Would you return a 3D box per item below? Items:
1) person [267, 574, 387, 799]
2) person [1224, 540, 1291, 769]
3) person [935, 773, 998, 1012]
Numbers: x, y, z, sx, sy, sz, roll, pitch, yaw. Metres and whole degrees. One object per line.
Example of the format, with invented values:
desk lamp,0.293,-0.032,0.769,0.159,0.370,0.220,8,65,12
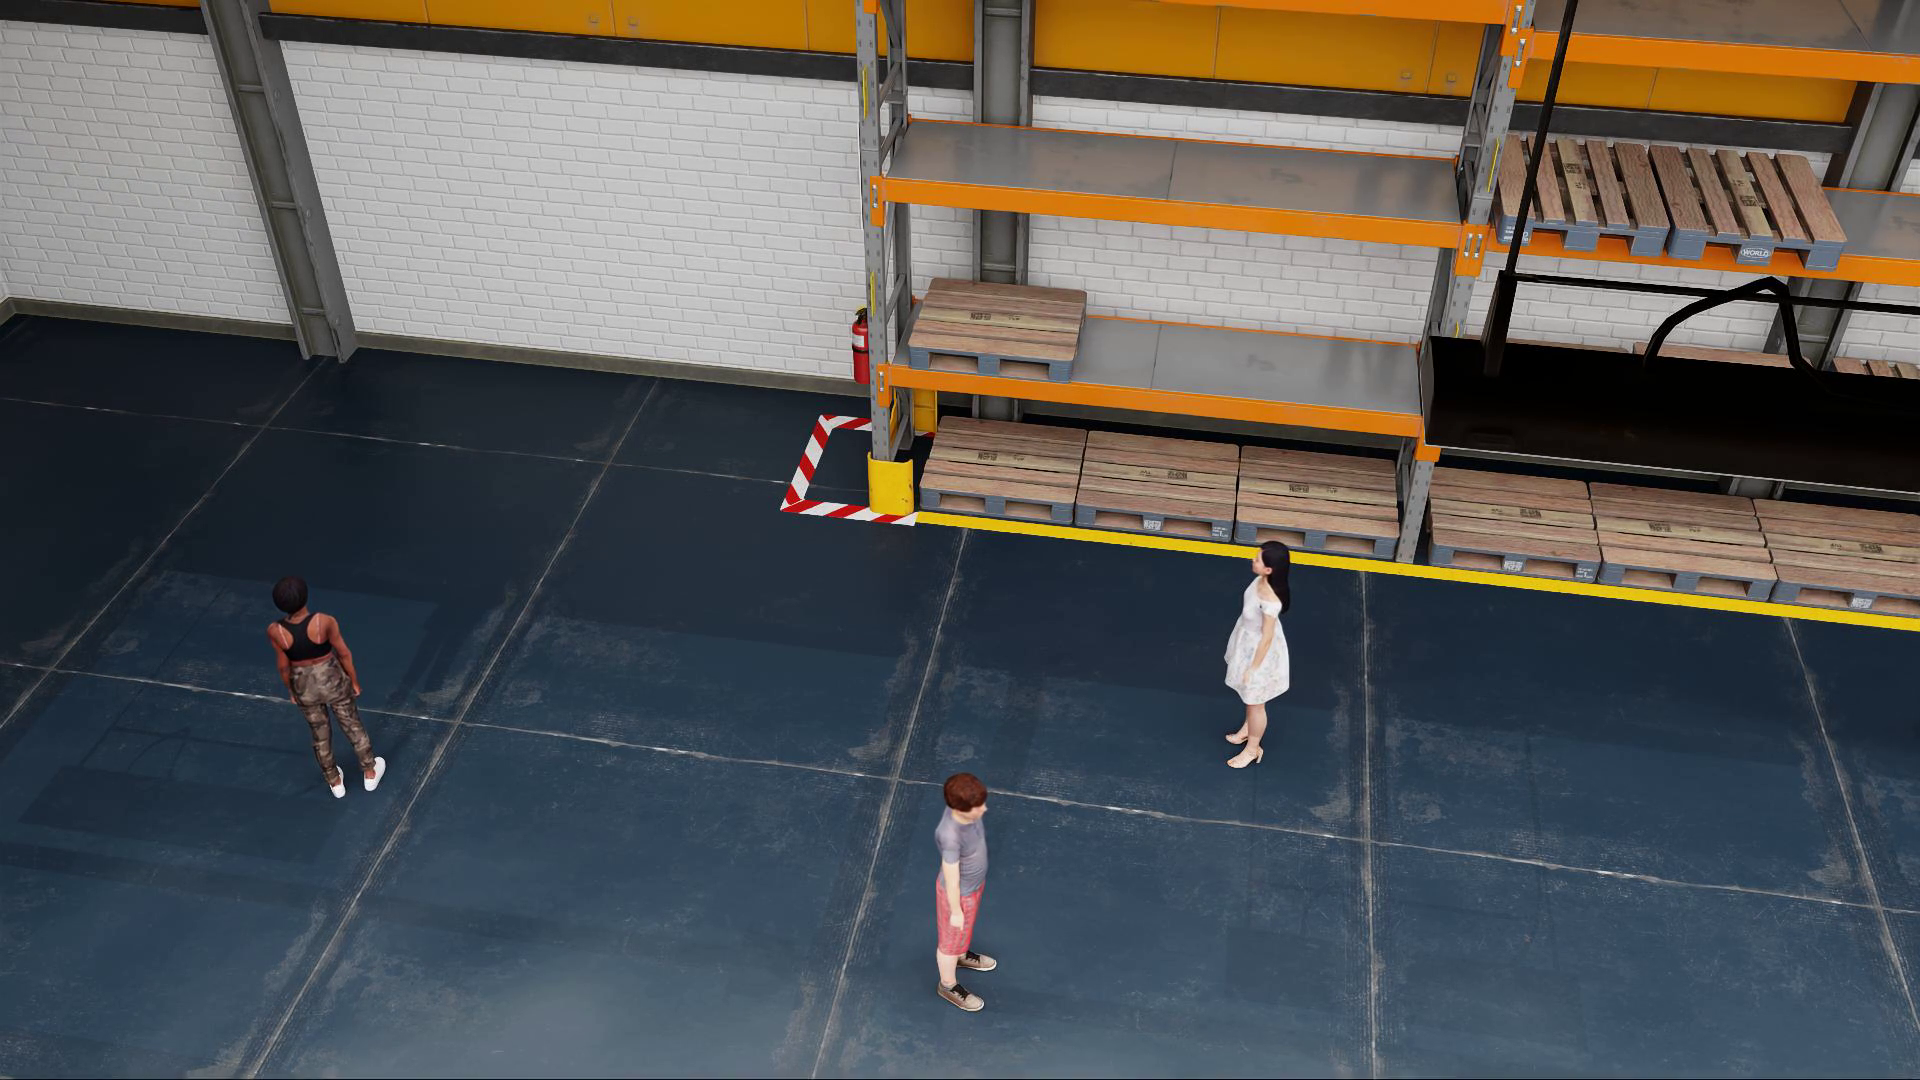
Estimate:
person,-3.917,0.897,10.195,0.585,1.699,0.708,-9,40,-11
person,1.854,0.711,10.368,0.631,1.775,0.646,4,39,6
person,-0.001,1.867,9.019,0.550,1.651,0.596,10,40,13
